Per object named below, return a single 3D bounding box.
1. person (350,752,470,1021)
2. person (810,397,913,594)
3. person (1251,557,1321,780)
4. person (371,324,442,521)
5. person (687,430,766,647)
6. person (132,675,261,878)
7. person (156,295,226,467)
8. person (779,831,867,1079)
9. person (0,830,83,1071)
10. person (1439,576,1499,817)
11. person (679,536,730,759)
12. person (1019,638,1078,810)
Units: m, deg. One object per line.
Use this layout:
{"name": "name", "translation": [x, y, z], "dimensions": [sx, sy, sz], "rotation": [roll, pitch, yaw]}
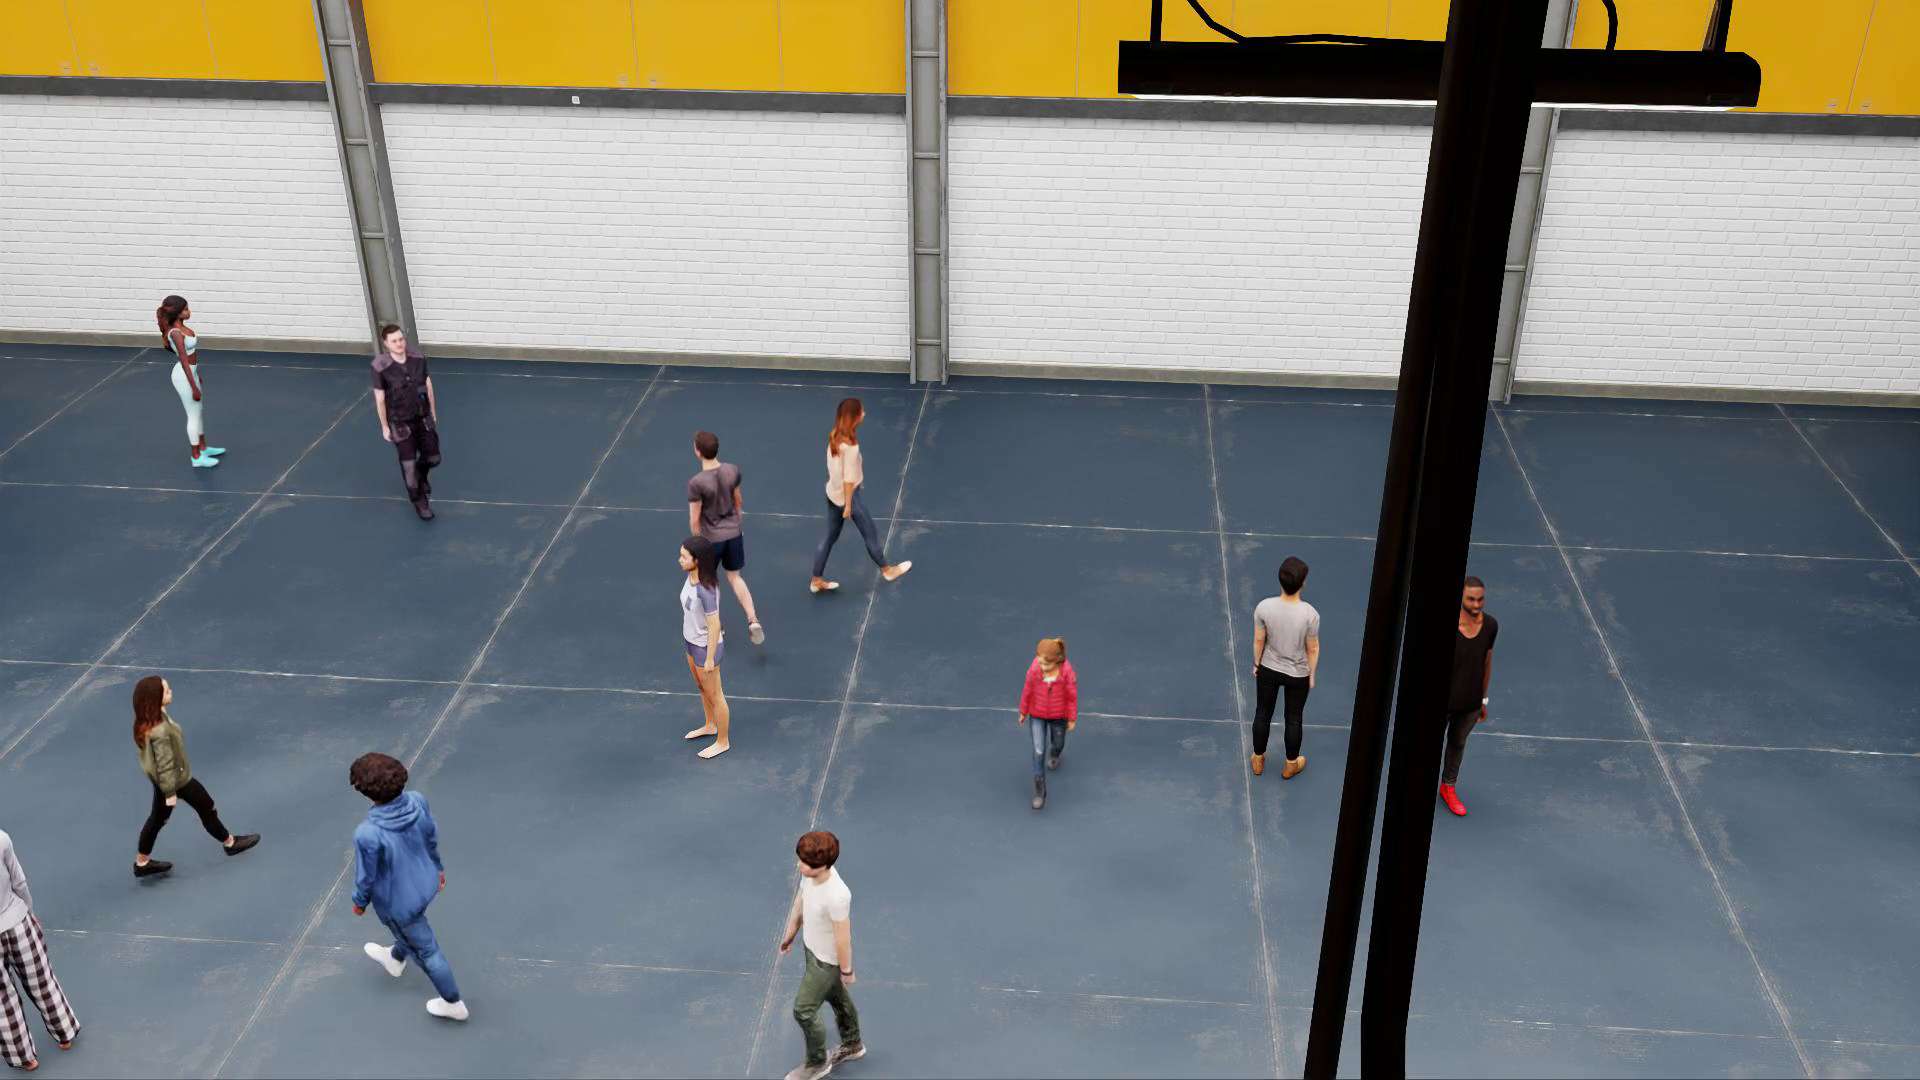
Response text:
{"name": "person", "translation": [-3.077, 2.014, 9.432], "dimensions": [1.175, 1.773, 0.926], "rotation": [12, 31, 21]}
{"name": "person", "translation": [-1.041, -0.324, 13.753], "dimensions": [1.190, 1.741, 0.978], "rotation": [-13, 31, -22]}
{"name": "person", "translation": [2.248, 0.886, 11.552], "dimensions": [0.567, 1.724, 0.724], "rotation": [11, 30, 19]}
{"name": "person", "translation": [-5.029, -1.096, 15.072], "dimensions": [0.968, 1.833, 1.028], "rotation": [-22, 35, -34]}
{"name": "person", "translation": [-1.840, 0.023, 13.023], "dimensions": [1.041, 1.831, 1.085], "rotation": [-21, 35, -33]}
{"name": "person", "translation": [-5.124, 1.552, 10.632], "dimensions": [1.067, 1.437, 0.993], "rotation": [-20, 34, -32]}
{"name": "person", "translation": [-7.429, -1.536, 15.993], "dimensions": [0.662, 1.724, 0.645], "rotation": [-10, 30, -18]}
{"name": "person", "translation": [-0.669, 2.252, 9.139], "dimensions": [0.858, 1.637, 0.752], "rotation": [-11, 31, -20]}
{"name": "person", "translation": [-5.292, 2.141, 9.123], "dimensions": [0.745, 1.847, 0.712], "rotation": [24, 36, 36]}
{"name": "person", "translation": [3.316, 1.042, 11.182], "dimensions": [0.545, 1.805, 0.747], "rotation": [-4, 29, -7]}
{"name": "person", "translation": [-1.820, 0.738, 11.812], "dimensions": [0.681, 1.734, 0.661], "rotation": [-15, 32, -25]}
{"name": "person", "translation": [0.626, 1.175, 11.481], "dimensions": [0.817, 1.284, 0.623], "rotation": [4, 29, 7]}
